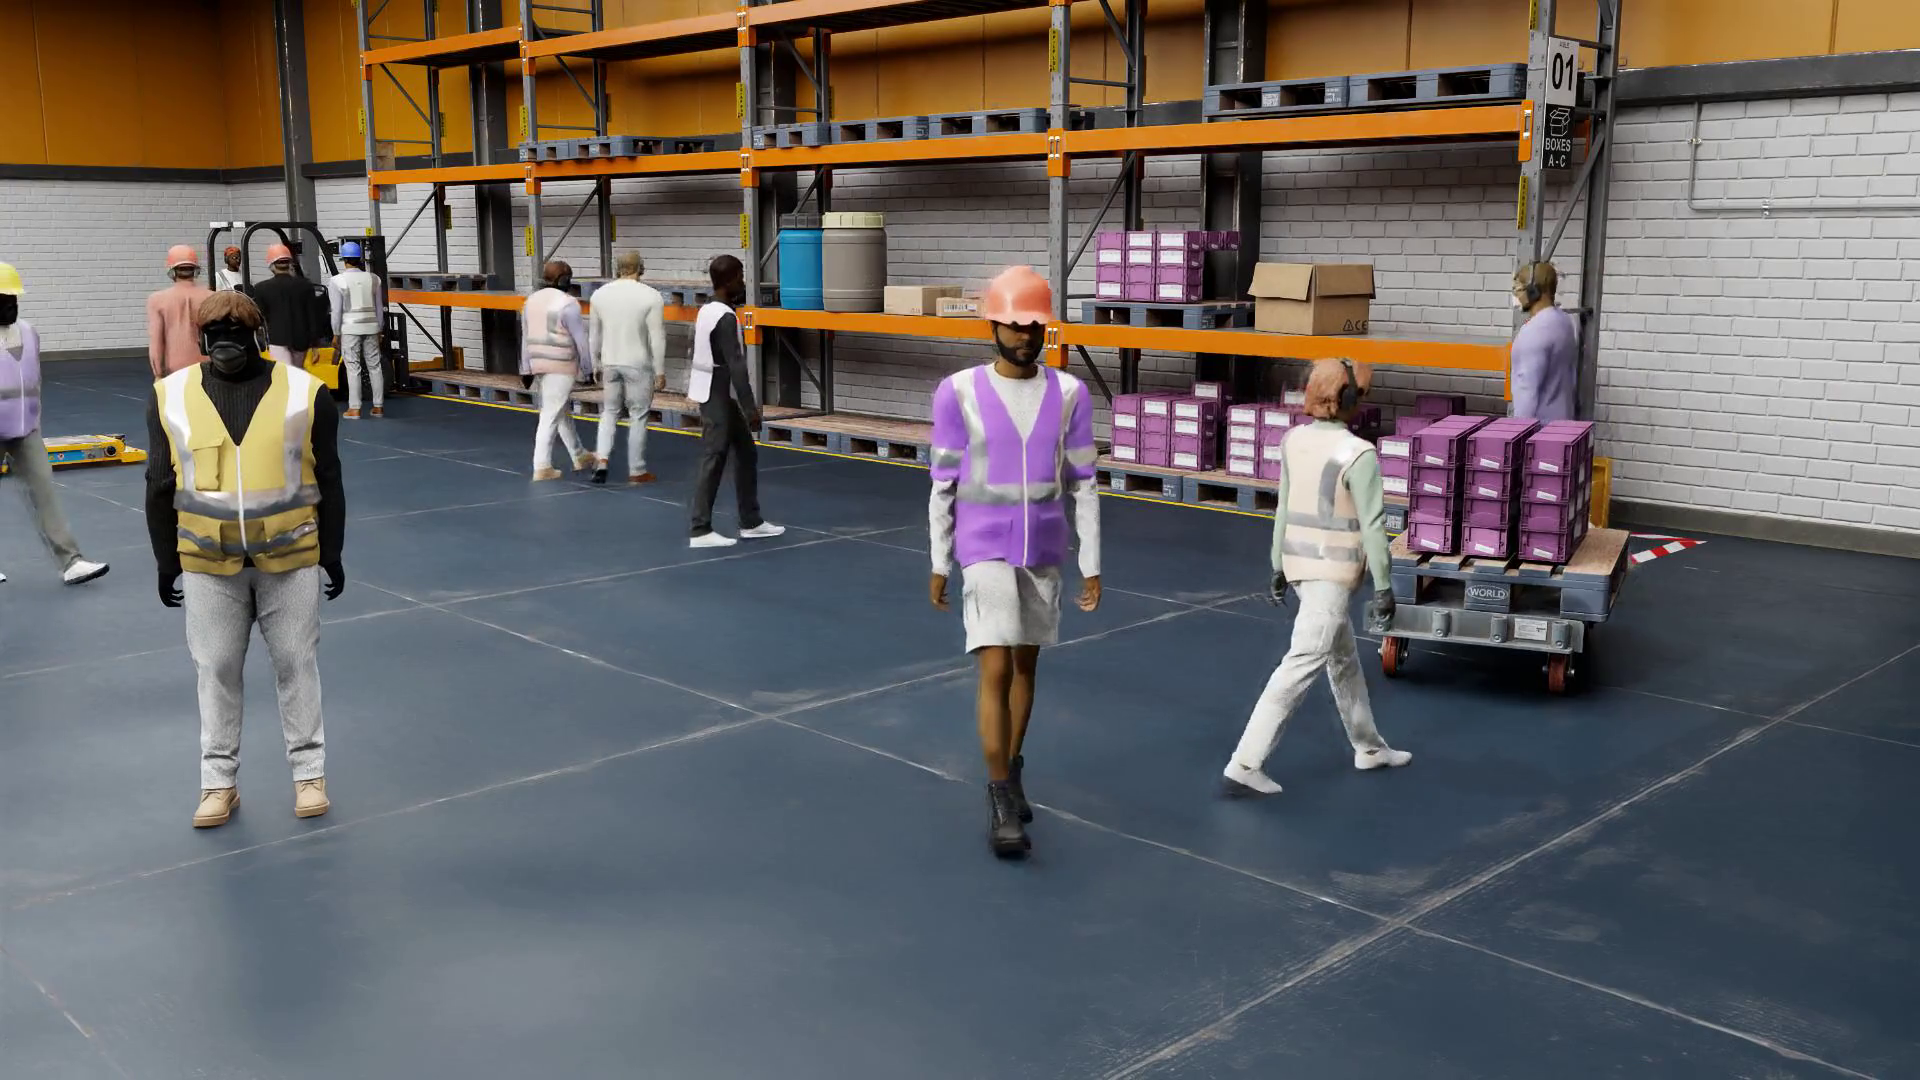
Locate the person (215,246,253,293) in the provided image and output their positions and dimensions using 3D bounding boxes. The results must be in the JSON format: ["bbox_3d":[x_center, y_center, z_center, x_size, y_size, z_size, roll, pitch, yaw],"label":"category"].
[{"bbox_3d":[-9.469,-2.888,21.755,0.352,1.879,0.568,5,12,27],"label":"person"}]

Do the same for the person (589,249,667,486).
[{"bbox_3d":[-2.691,-1.363,13.352,0.685,1.918,0.539,3,11,17],"label":"person"}]

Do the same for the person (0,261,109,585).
[{"bbox_3d":[-5.446,-0.651,9.547,1.010,1.867,0.614,4,11,20],"label":"person"}]

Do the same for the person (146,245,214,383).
[{"bbox_3d":[-6.173,-1.392,13.402,0.634,1.949,1.039,-6,12,-30],"label":"person"}]

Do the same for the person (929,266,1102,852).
[{"bbox_3d":[0.220,0.070,5.498,0.570,1.913,0.780,-3,11,-16],"label":"person"}]

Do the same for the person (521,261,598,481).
[{"bbox_3d":[-3.295,-1.425,13.961,0.624,1.799,0.901,9,14,40],"label":"person"}]

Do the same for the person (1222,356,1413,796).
[{"bbox_3d":[1.323,0.133,6.042,0.871,1.593,0.534,-4,11,-21],"label":"person"}]

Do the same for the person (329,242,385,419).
[{"bbox_3d":[-6.658,-2.310,18.392,0.602,1.949,0.394,-10,14,-44],"label":"person"}]

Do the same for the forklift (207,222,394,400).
[{"bbox_3d":[-8.169,-2.758,20.163,2.313,2.155,1.214,-10,14,-44],"label":"forklift"}]

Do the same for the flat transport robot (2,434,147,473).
[{"bbox_3d":[-7.964,-0.758,14.507,1.431,0.197,0.652,-10,14,-44],"label":"flat transport robot"}]

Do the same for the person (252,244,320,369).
[{"bbox_3d":[-6.703,-1.968,16.562,0.620,1.947,1.056,-8,13,-36],"label":"person"}]

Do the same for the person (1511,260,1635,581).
[{"bbox_3d":[3.291,-0.597,9.231,0.941,1.900,0.631,6,12,31],"label":"person"}]

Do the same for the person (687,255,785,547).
[{"bbox_3d":[-1.429,-0.892,10.831,0.796,1.893,0.594,-3,11,-15],"label":"person"}]

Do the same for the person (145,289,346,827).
[{"bbox_3d":[-2.443,0.066,5.727,0.634,1.841,0.429,-3,11,-17],"label":"person"}]
